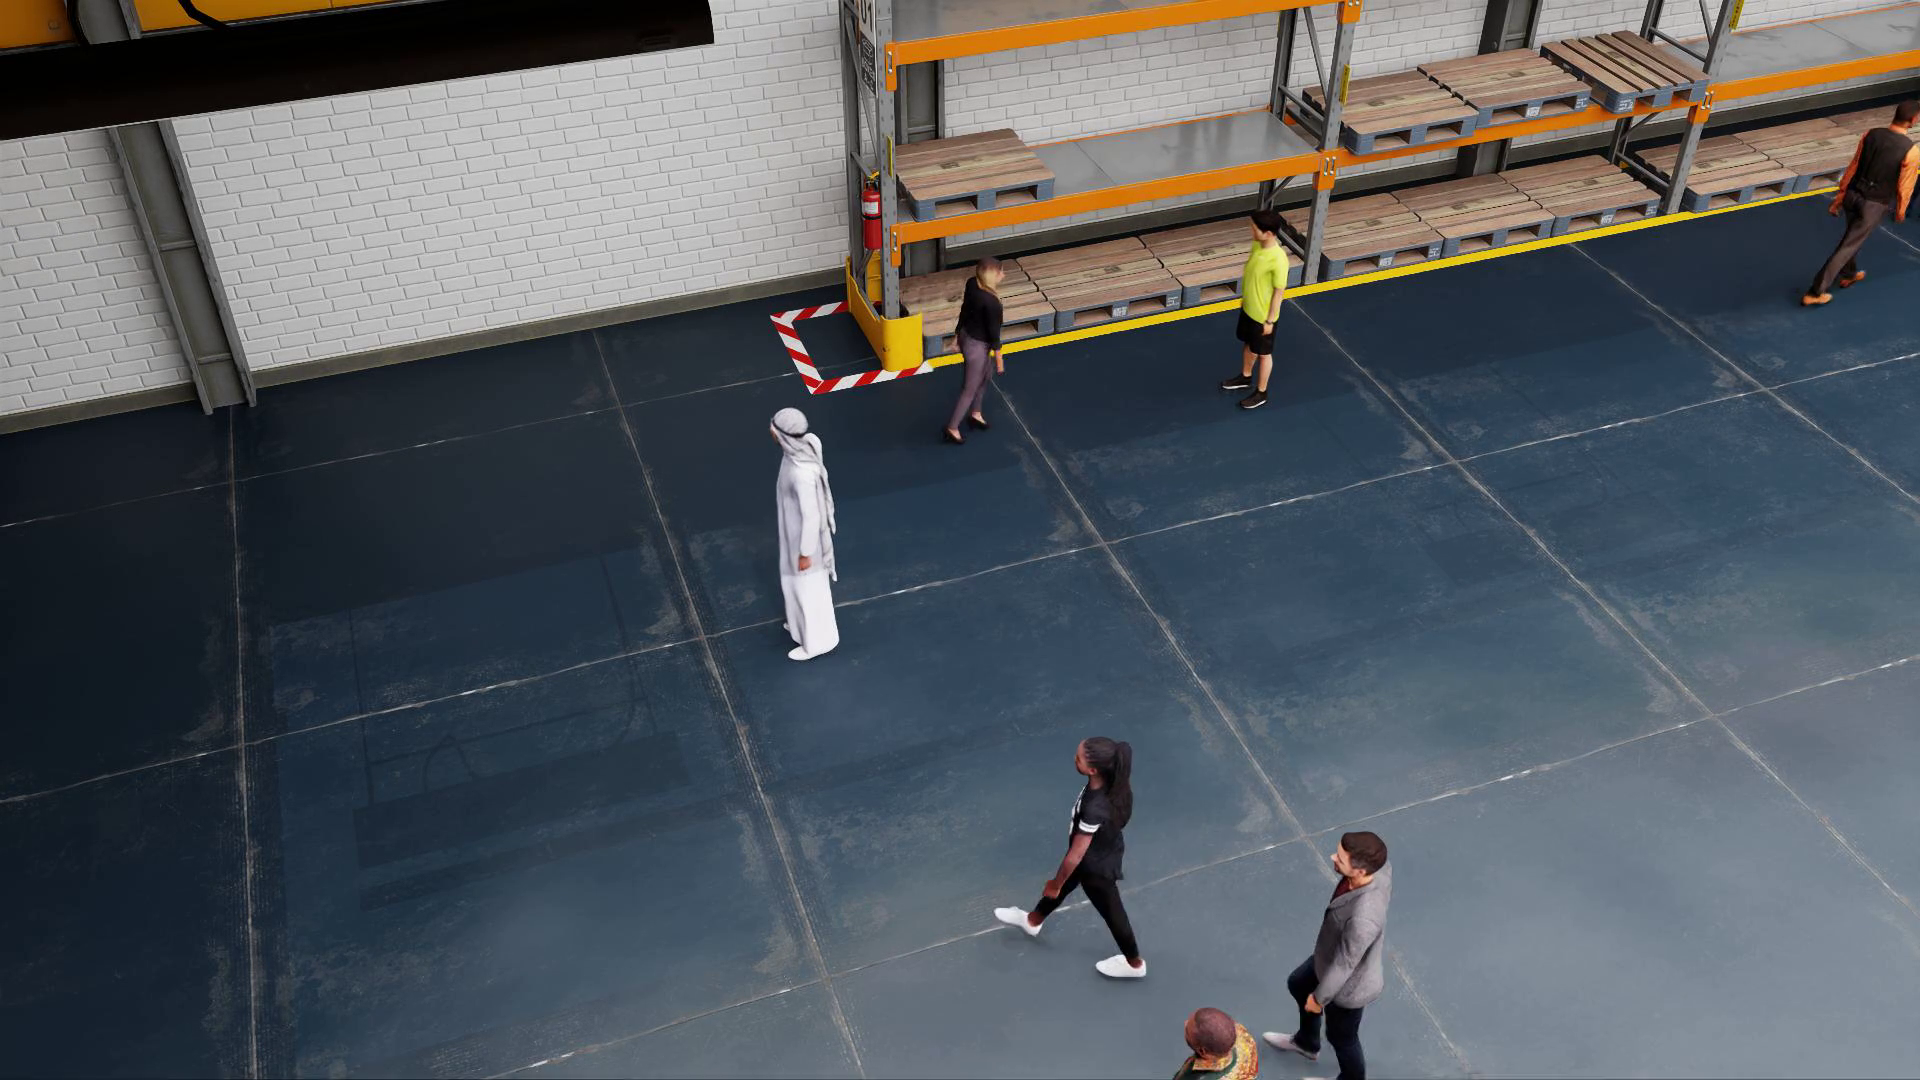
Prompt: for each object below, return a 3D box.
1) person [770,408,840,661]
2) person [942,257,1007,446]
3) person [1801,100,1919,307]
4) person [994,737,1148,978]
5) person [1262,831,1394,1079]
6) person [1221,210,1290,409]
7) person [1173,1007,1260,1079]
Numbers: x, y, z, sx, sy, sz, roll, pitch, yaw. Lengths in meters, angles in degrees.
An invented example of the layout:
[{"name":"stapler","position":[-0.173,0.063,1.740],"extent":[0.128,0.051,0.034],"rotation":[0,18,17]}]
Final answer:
[{"name":"person","position":[-1.010,-0.048,10.760],"extent":[0.673,1.925,0.736],"rotation":[-7,39,-8]},{"name":"person","position":[0.045,-1.427,12.714],"extent":[0.677,1.641,0.596],"rotation":[-18,42,-21]},{"name":"person","position":[7.712,-2.841,14.300],"extent":[1.052,1.872,0.700],"rotation":[-16,41,-19]},{"name":"person","position":[0.800,1.718,8.735],"extent":[1.205,1.693,1.014],"rotation":[7,39,9]},{"name":"person","position":[1.966,2.117,8.109],"extent":[0.942,1.850,0.885],"rotation":[7,39,9]},{"name":"person","position":[2.391,-1.865,13.210],"extent":[0.512,1.706,0.613],"rotation":[-12,40,-15]},{"name":"person","position":[1.167,2.696,7.437],"extent":[1.123,1.783,1.170],"rotation":[25,45,28]}]
